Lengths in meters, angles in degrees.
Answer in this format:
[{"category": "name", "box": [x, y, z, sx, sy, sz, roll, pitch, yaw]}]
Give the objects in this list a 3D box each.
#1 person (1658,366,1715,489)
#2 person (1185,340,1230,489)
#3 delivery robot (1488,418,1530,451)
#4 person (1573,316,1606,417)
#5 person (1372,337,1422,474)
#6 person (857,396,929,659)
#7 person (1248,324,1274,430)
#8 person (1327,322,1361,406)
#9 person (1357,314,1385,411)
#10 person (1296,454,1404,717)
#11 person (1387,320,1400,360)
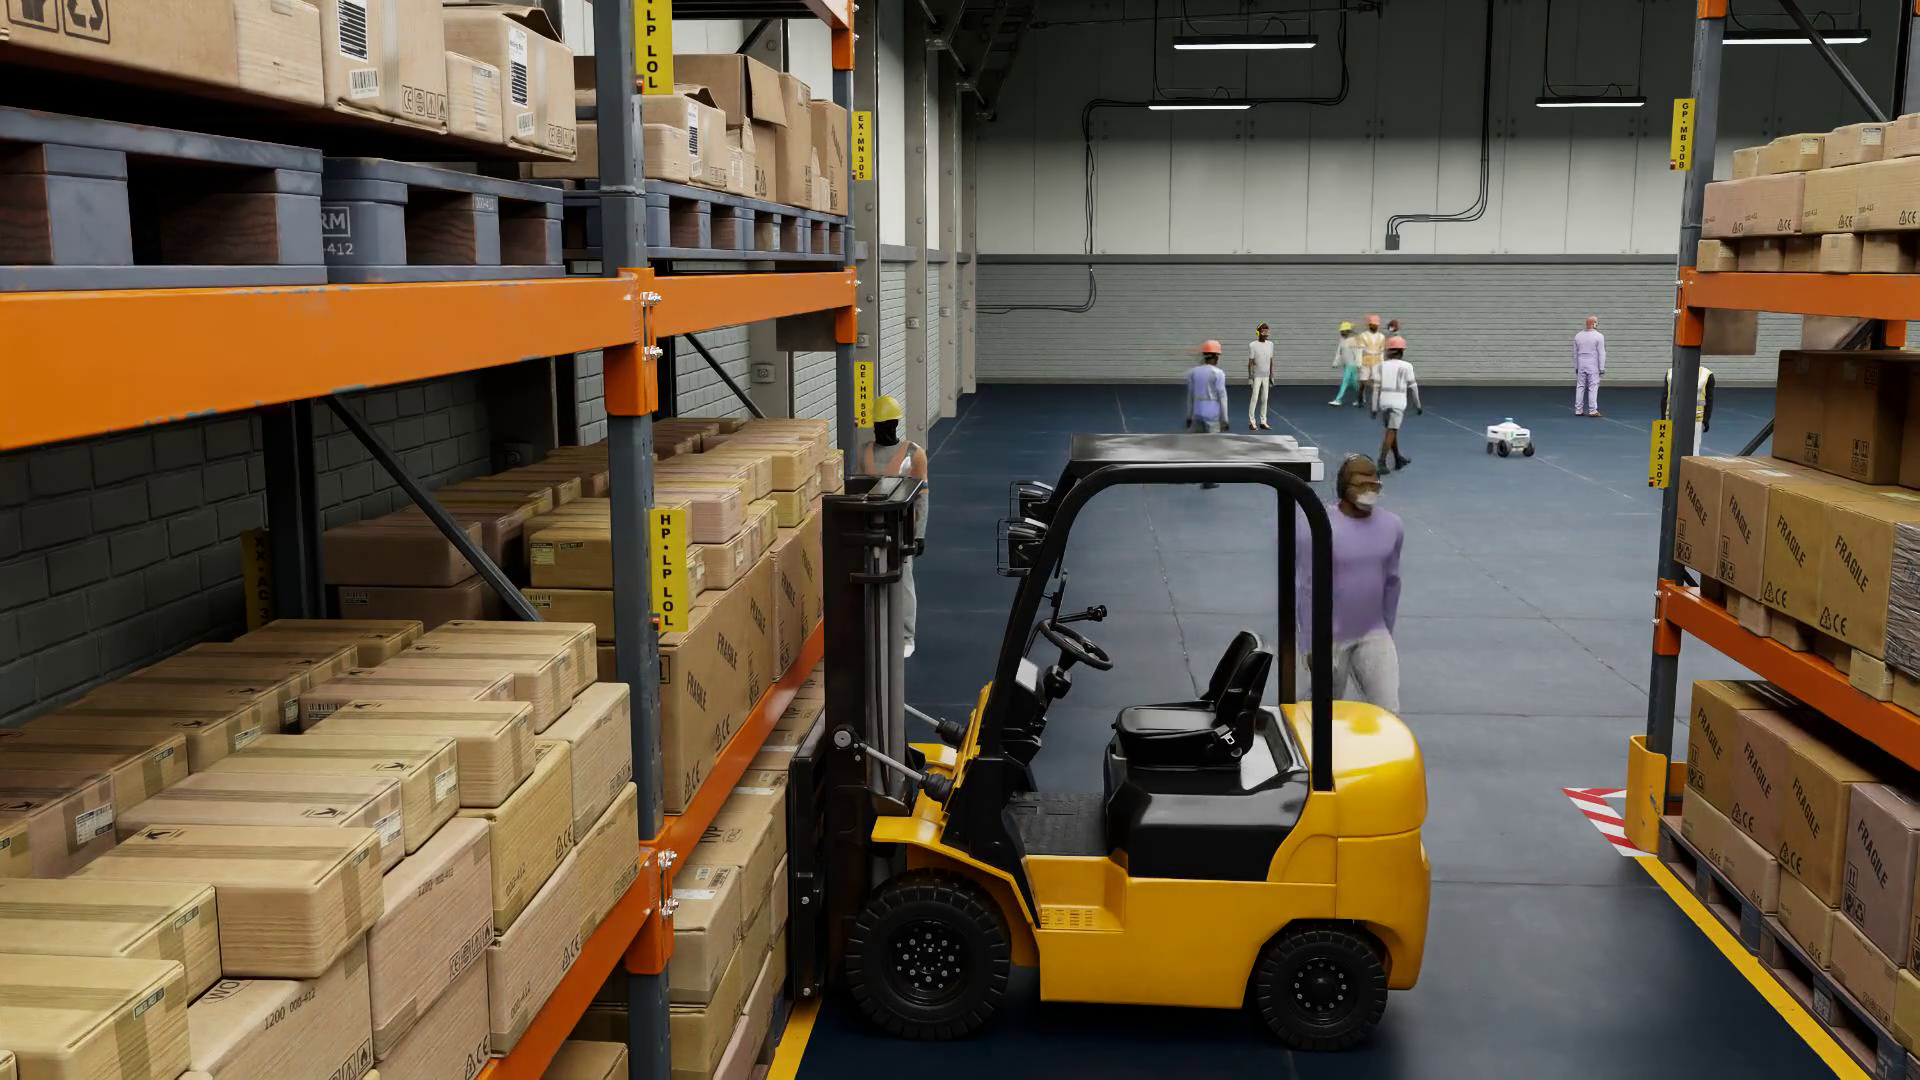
[{"category": "person", "box": [9.239, -1.543, 21.192, 0.622, 1.845, 0.429, 6, 11, 34]}, {"category": "person", "box": [3.165, -1.603, 21.332, 0.501, 1.916, 0.569, -7, 12, -36]}, {"category": "delivery robot", "box": [8.277, -1.592, 25.095, 0.477, 0.478, 0.707, -2, 10, -13]}, {"category": "person", "box": [11.934, -3.275, 31.493, 0.409, 1.909, 0.643, -7, 12, -35]}, {"category": "person", "box": [6.035, -1.870, 23.073, 1.024, 1.878, 0.552, -8, 12, -41]}, {"category": "person", "box": [-0.524, -0.091, 12.136, 0.595, 1.925, 0.375, 5, 10, 26]}, {"category": "person", "box": [5.250, -2.838, 28.991, 0.516, 1.865, 0.312, -5, 10, -25]}, {"category": "person", "box": [7.961, -3.605, 34.088, 0.925, 1.710, 0.547, -3, 10, -16]}, {"category": "person", "box": [8.099, -3.505, 32.868, 0.560, 1.916, 0.725, 0, 9, -2]}, {"category": "person", "box": [2.038, 0.527, 8.467, 0.645, 1.904, 0.893, -3, 10, -17]}, {"category": "person", "box": [10.100, -4.330, 38.779, 0.334, 1.614, 0.596, -1, 9, -5]}]
